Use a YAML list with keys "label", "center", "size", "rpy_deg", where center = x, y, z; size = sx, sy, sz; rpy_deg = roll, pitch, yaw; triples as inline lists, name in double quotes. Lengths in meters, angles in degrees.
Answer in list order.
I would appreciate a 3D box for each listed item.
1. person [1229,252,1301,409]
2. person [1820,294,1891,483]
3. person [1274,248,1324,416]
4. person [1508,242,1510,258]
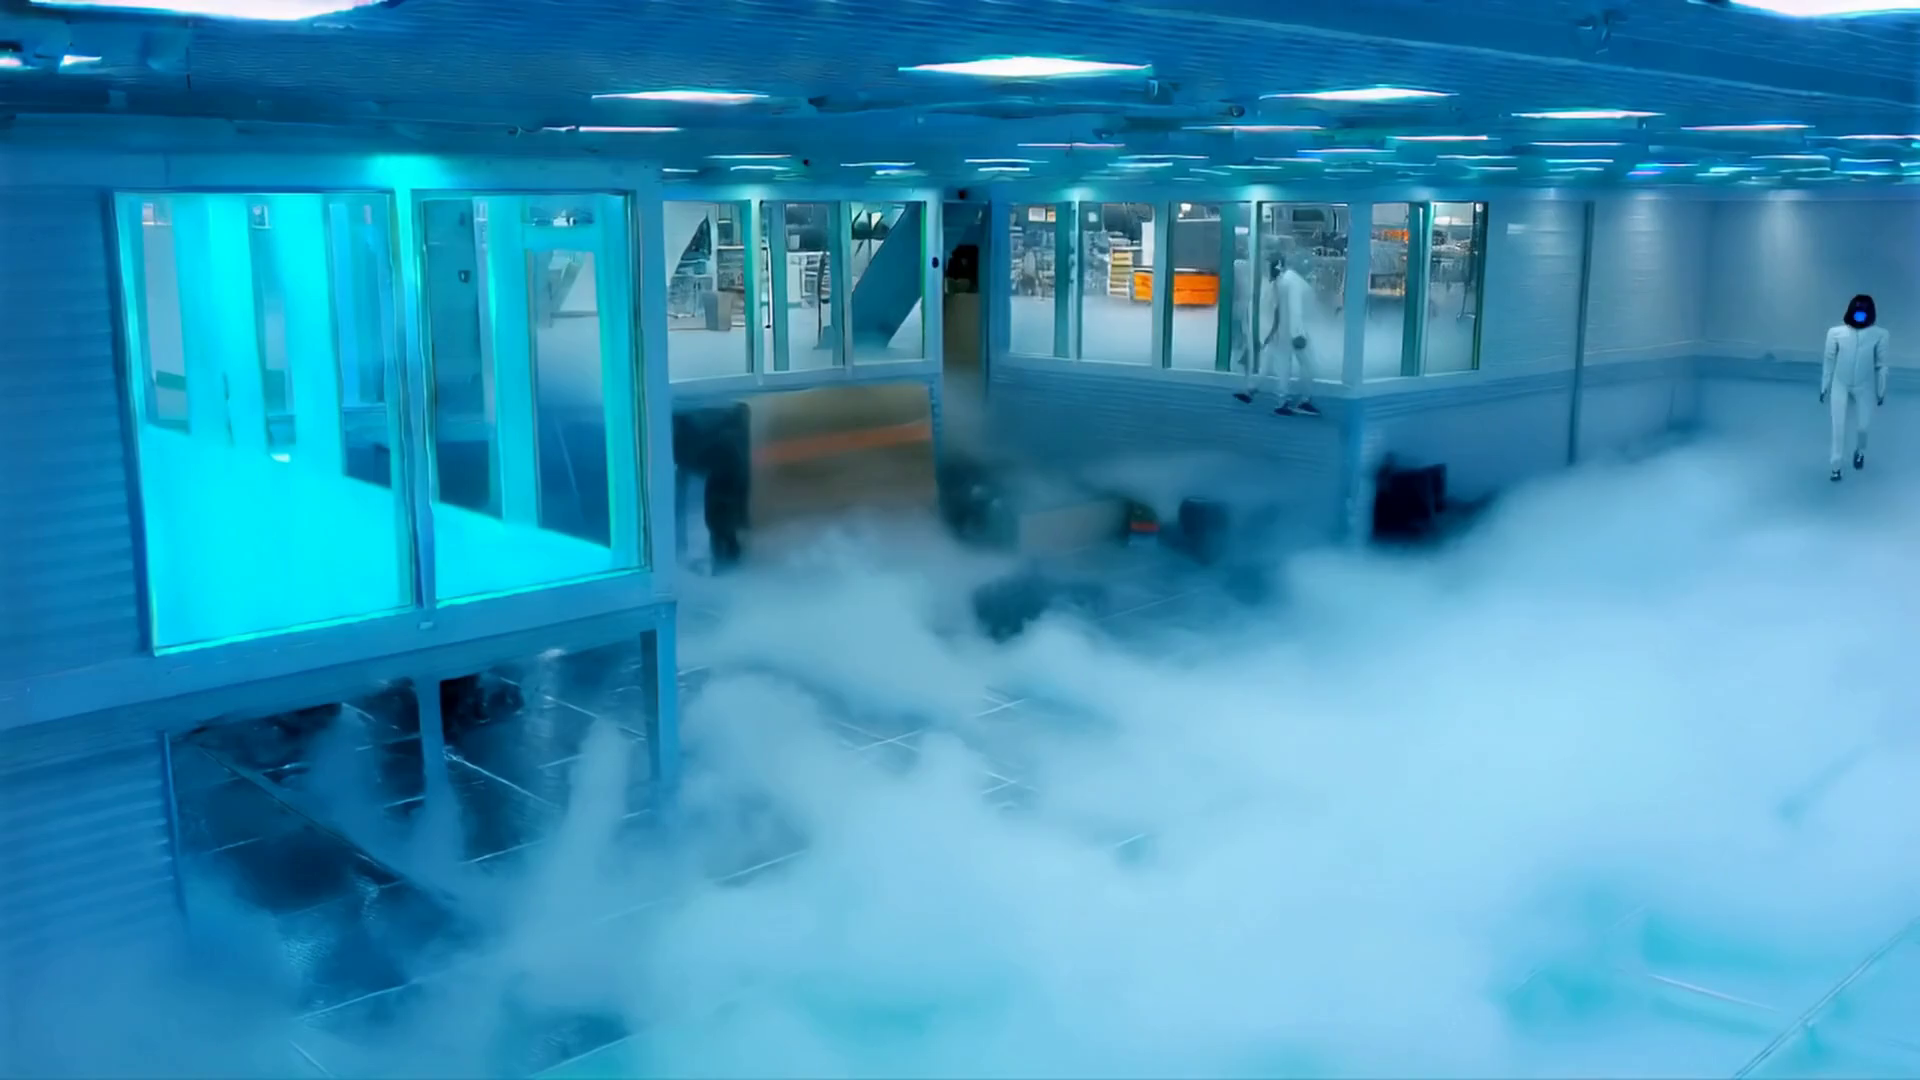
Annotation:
- label: "person"
  center: [3.602, -2.419, 19.312]
  size: [0.947, 1.814, 0.560]
  rpy_deg: [1, 11, 5]
- label: "person"
  center: [7.661, -1.306, 14.248]
  size: [0.498, 1.613, 0.558]
  rpy_deg: [7, 13, 31]
- label: "person"
  center: [3.850, -2.310, 18.629]
  size: [0.651, 1.877, 0.636]
  rpy_deg: [9, 14, 37]
- label: "person"
  center: [14.232, -7.358, 43.550]
  size: [0.616, 2.018, 0.614]
  rpy_deg: [-2, 12, -12]
